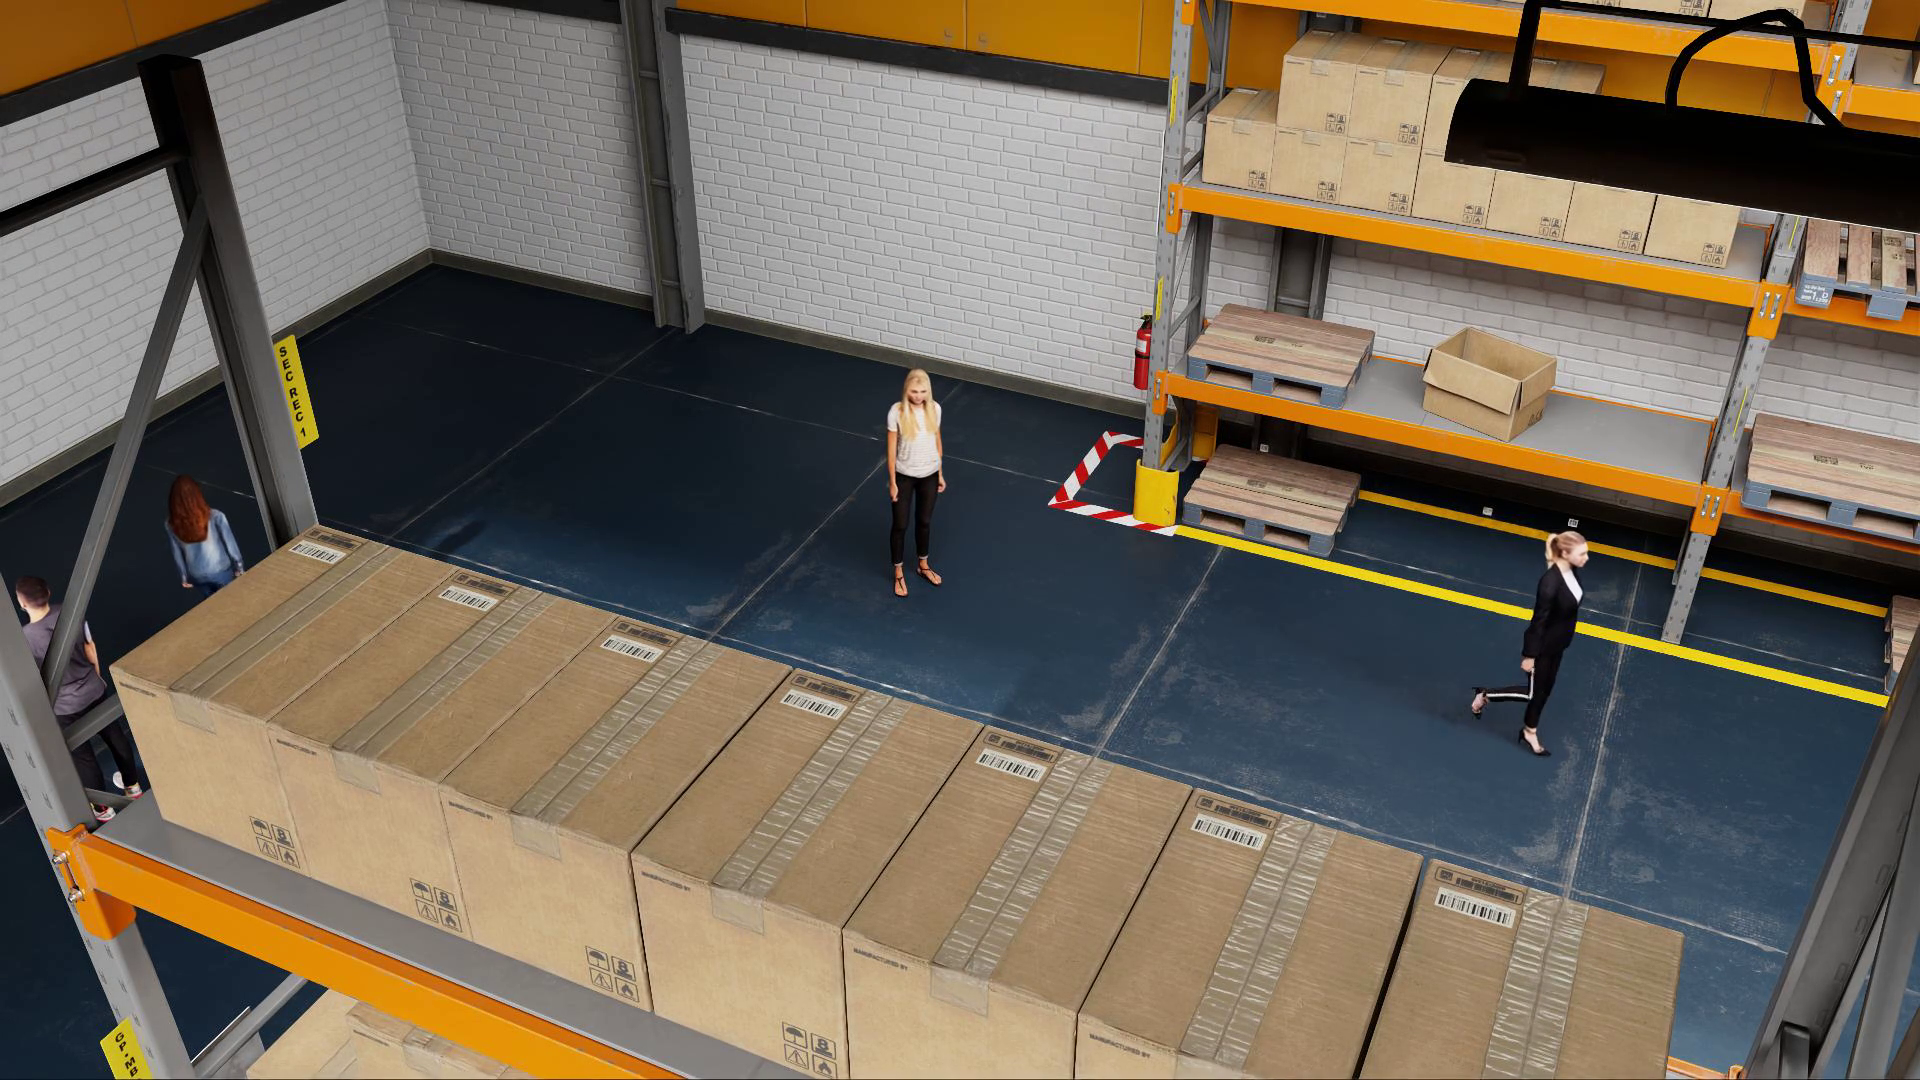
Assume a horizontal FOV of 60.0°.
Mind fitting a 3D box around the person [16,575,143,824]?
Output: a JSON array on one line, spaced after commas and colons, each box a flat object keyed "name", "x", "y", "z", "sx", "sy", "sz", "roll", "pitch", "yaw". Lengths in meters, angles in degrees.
[{"name": "person", "x": -5.369, "y": 0.950, "z": 10.076, "sx": 0.529, "sy": 1.764, "sz": 0.629, "roll": 15, "pitch": 36, "yaw": 21}]

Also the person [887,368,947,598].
[{"name": "person", "x": -0.338, "y": -0.455, "z": 12.138, "sx": 0.690, "sy": 1.821, "sz": 0.728, "roll": -15, "pitch": 36, "yaw": -21}]

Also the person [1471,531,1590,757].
[{"name": "person", "x": 3.650, "y": 0.643, "z": 10.600, "sx": 0.894, "sy": 1.696, "sz": 0.733, "roll": 23, "pitch": 40, "yaw": 31}]

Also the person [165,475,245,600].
[{"name": "person", "x": -5.159, "y": 0.249, "z": 11.407, "sx": 0.932, "sy": 1.458, "sz": 0.946, "roll": -7, "pitch": 34, "yaw": -10}]
